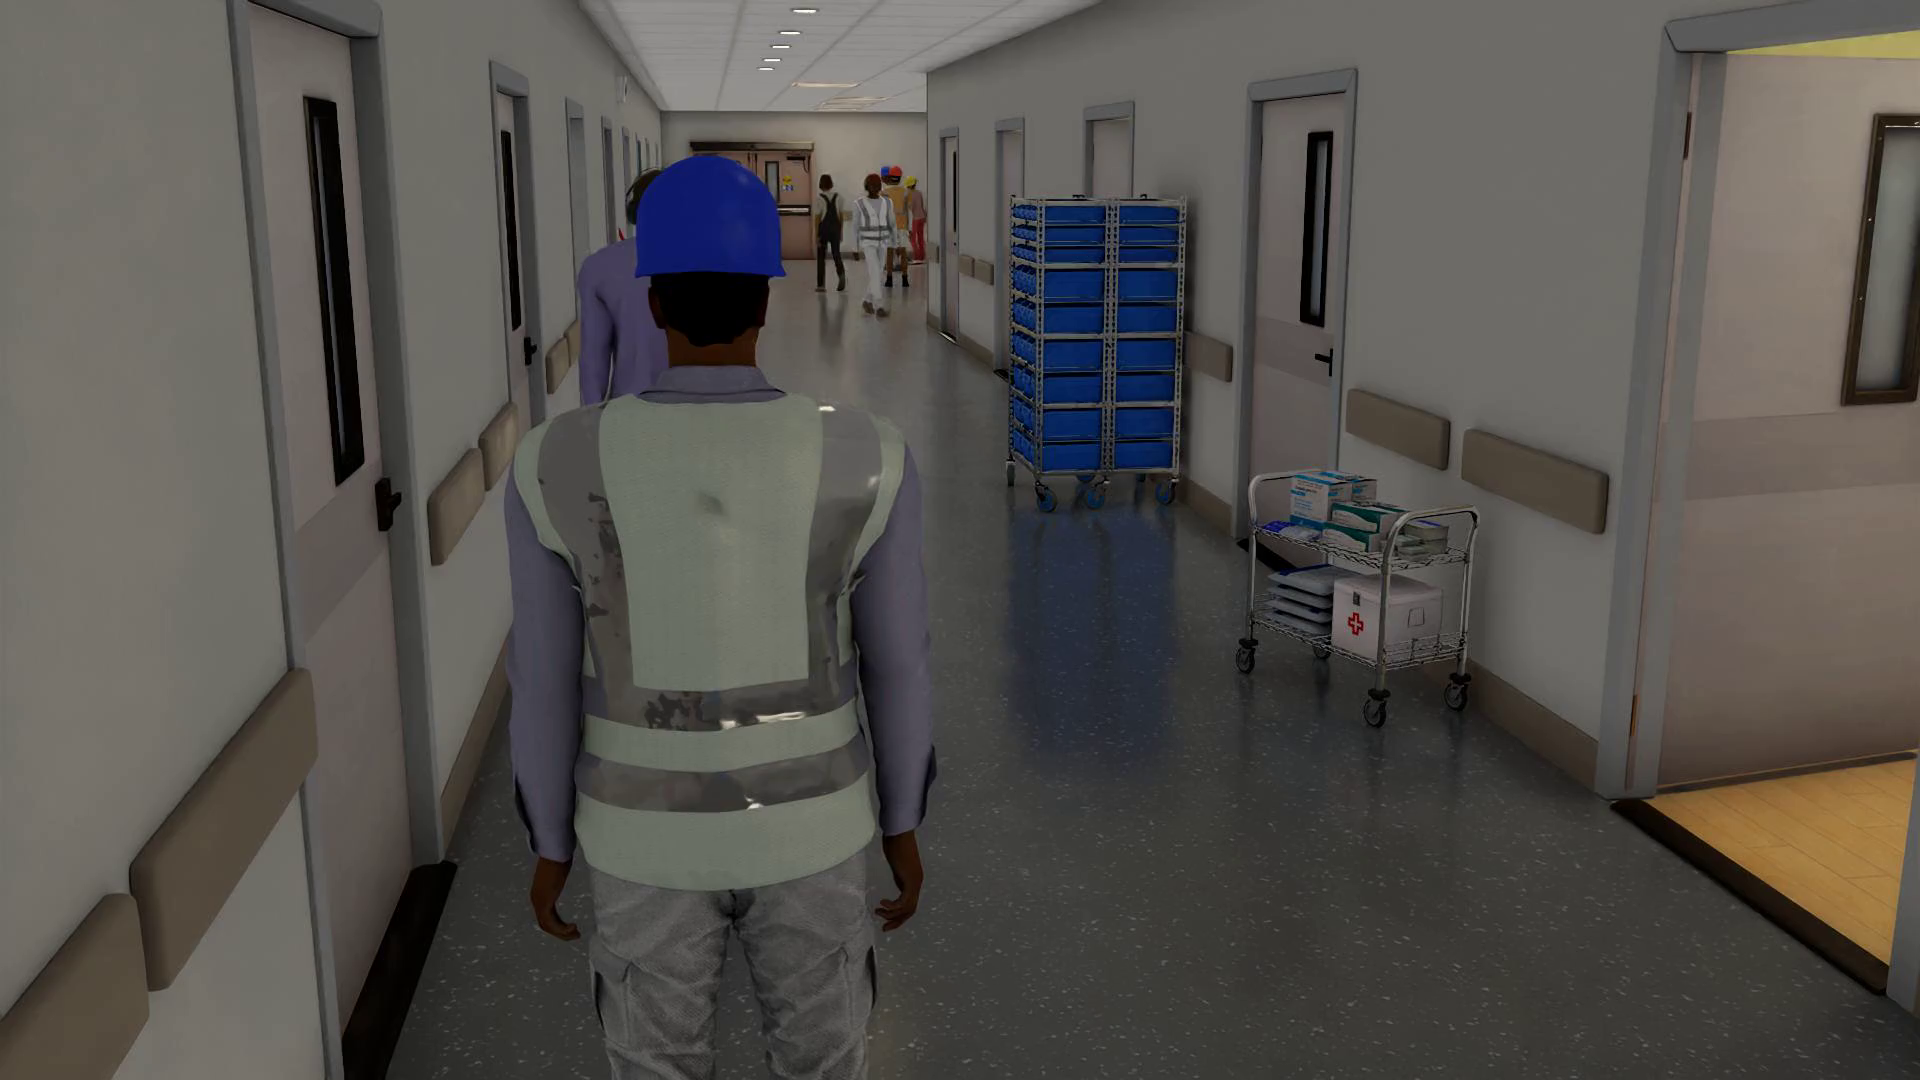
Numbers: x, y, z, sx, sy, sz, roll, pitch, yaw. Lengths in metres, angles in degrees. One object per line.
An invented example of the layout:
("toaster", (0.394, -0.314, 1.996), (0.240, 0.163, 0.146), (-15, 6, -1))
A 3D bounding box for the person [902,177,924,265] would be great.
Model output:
("person", (-0.886, -6.319, 32.943), (0.333, 1.721, 0.634), (7, 14, 27))

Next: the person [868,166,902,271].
("person", (-1.400, -5.901, 30.607), (0.757, 1.921, 0.646), (-5, 14, -21))

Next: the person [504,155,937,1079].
("person", (-0.346, 0.419, 2.498), (0.617, 1.943, 0.402), (-2, 13, -8))

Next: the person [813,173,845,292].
("person", (-2.000, -4.715, 25.577), (0.526, 1.819, 0.746), (-6, 14, -24))

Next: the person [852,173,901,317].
("person", (-1.124, -3.852, 21.710), (0.587, 1.840, 0.921), (-7, 15, -29))

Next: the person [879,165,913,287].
("person", (-1.043, -5.058, 26.840), (0.553, 1.935, 0.364), (-2, 13, -8))
